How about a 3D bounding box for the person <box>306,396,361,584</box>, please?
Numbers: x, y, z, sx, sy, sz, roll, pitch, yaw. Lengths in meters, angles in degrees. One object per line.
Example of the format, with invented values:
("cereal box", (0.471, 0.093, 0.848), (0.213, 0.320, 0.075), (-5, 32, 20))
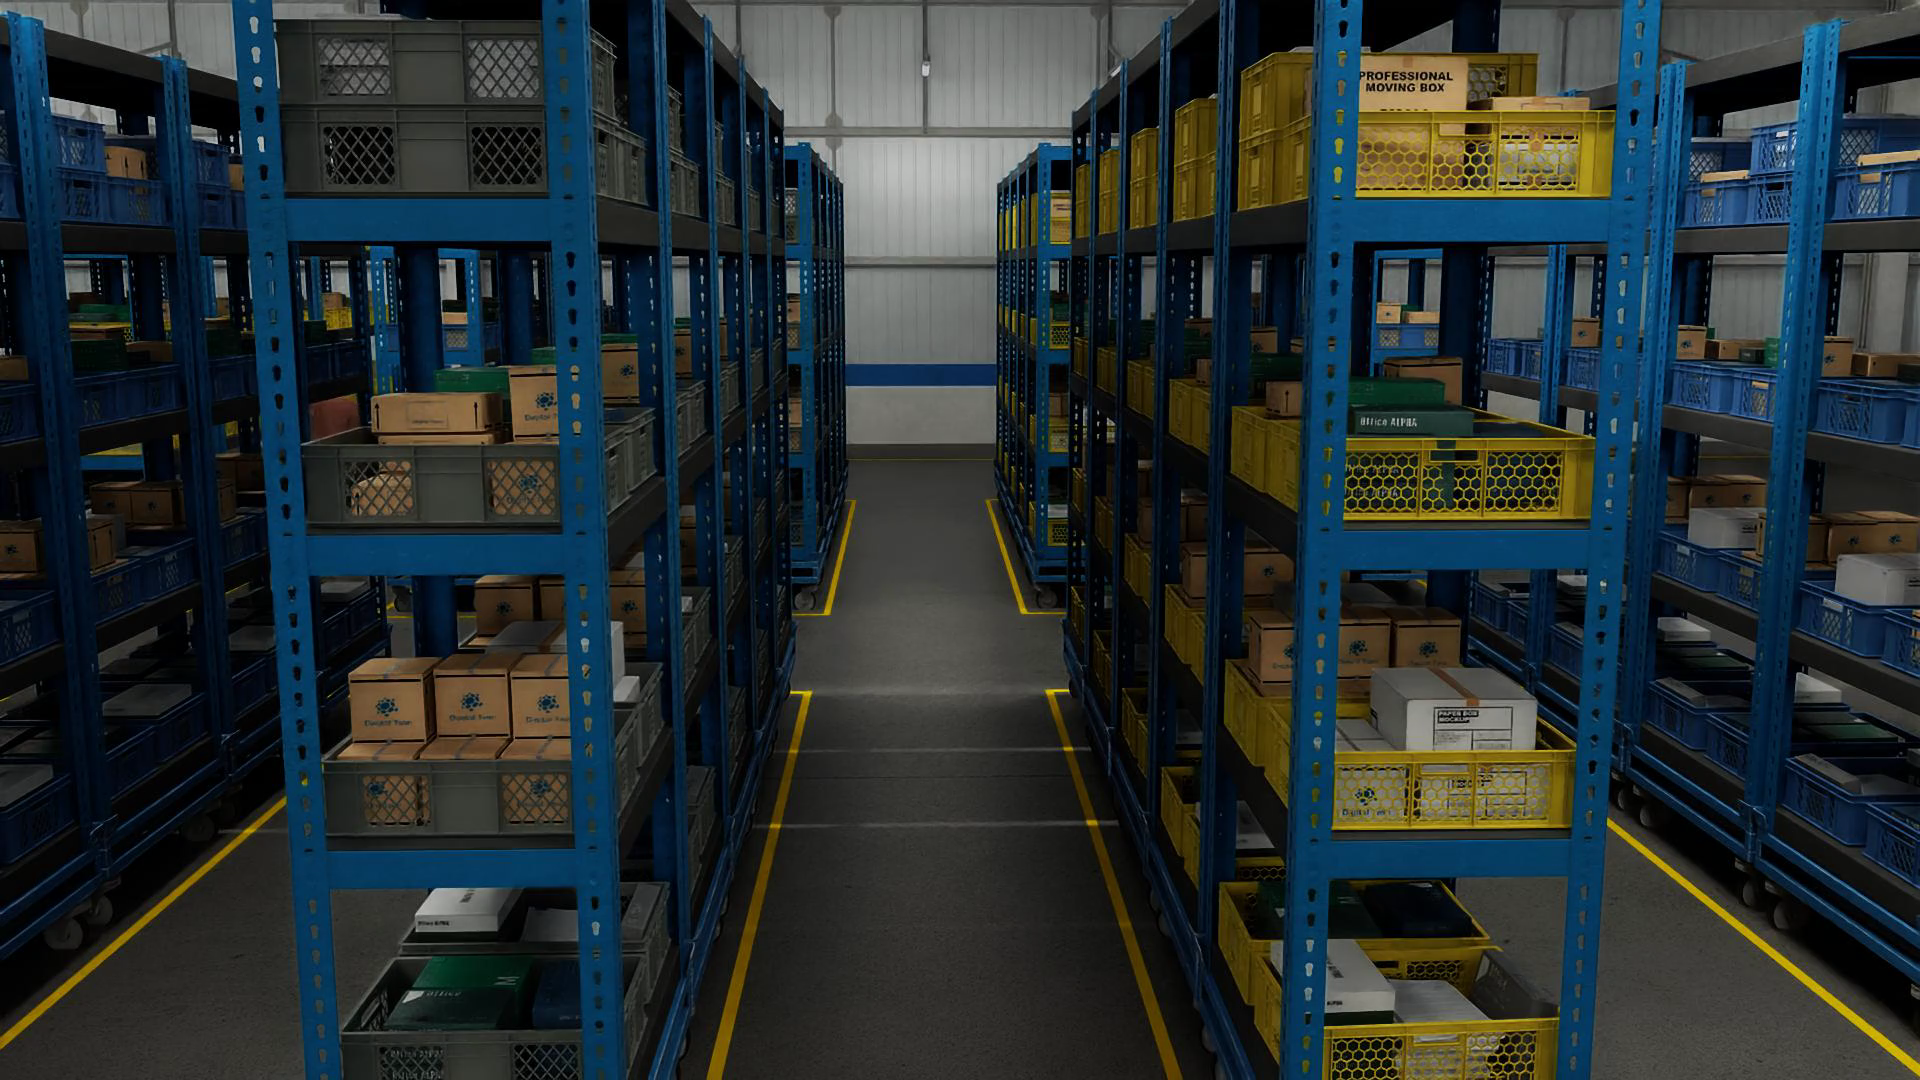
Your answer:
("person", (-5.380, -0.615, 14.258), (0.612, 1.944, 1.038), (2, 9, 9))
